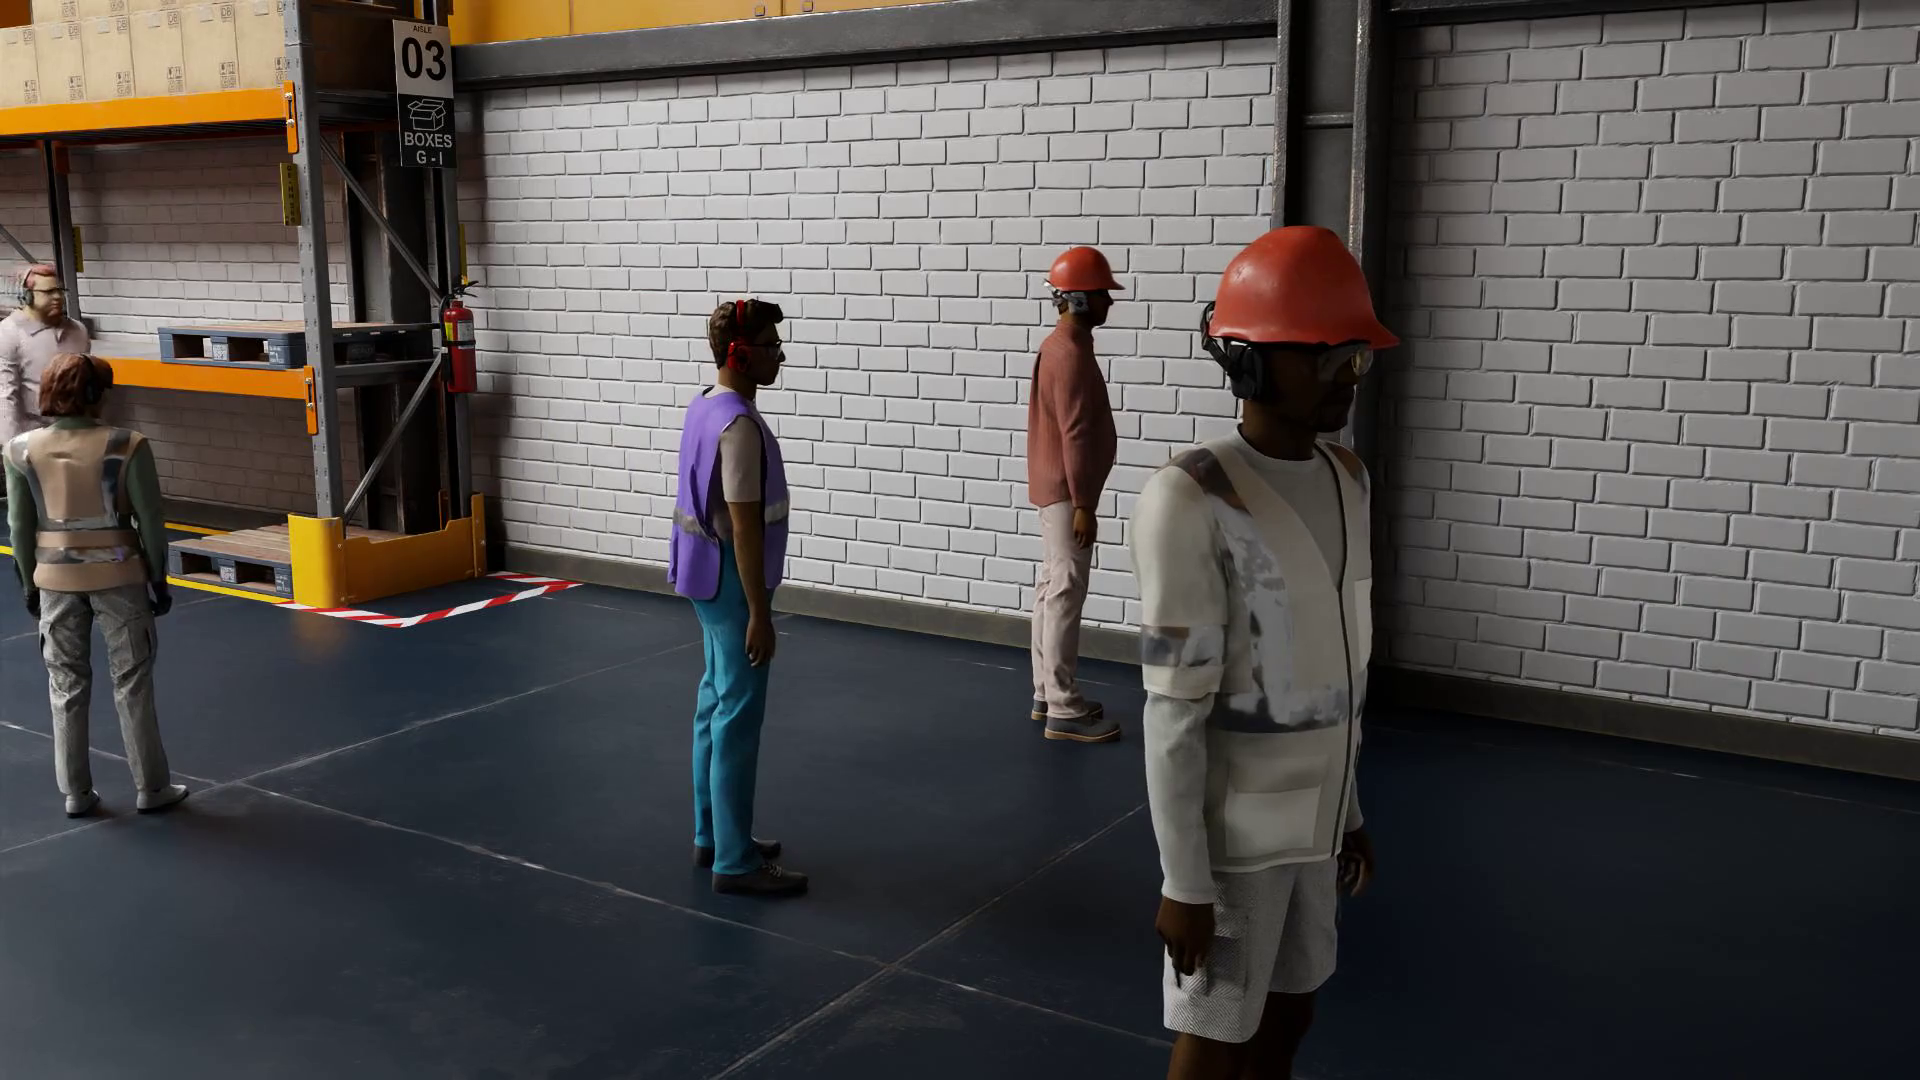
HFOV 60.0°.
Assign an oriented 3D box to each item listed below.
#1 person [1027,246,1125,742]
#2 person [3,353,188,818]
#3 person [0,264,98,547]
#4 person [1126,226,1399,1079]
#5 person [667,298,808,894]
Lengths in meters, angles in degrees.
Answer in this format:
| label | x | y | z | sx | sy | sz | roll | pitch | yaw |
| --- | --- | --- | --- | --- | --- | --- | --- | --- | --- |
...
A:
| label | x | y | z | sx | sy | sz | roll | pitch | yaw |
| --- | --- | --- | --- | --- | --- | --- | --- | --- | --- |
| person | 0.466 | -0.188 | 6.795 | 0.383 | 1.996 | 0.609 | -1 | 10 | -4 |
| person | -3.031 | 0.167 | 5.826 | 0.513 | 1.638 | 0.313 | -1 | 10 | -5 |
| person | -4.895 | -0.551 | 9.095 | 0.730 | 1.881 | 0.684 | 4 | 11 | 23 |
| person | 0.548 | 0.492 | 2.899 | 0.375 | 2.043 | 0.611 | 9 | 13 | 40 |
| person | -0.715 | 0.176 | 5.195 | 0.375 | 1.844 | 0.567 | -4 | 11 | -19 |
